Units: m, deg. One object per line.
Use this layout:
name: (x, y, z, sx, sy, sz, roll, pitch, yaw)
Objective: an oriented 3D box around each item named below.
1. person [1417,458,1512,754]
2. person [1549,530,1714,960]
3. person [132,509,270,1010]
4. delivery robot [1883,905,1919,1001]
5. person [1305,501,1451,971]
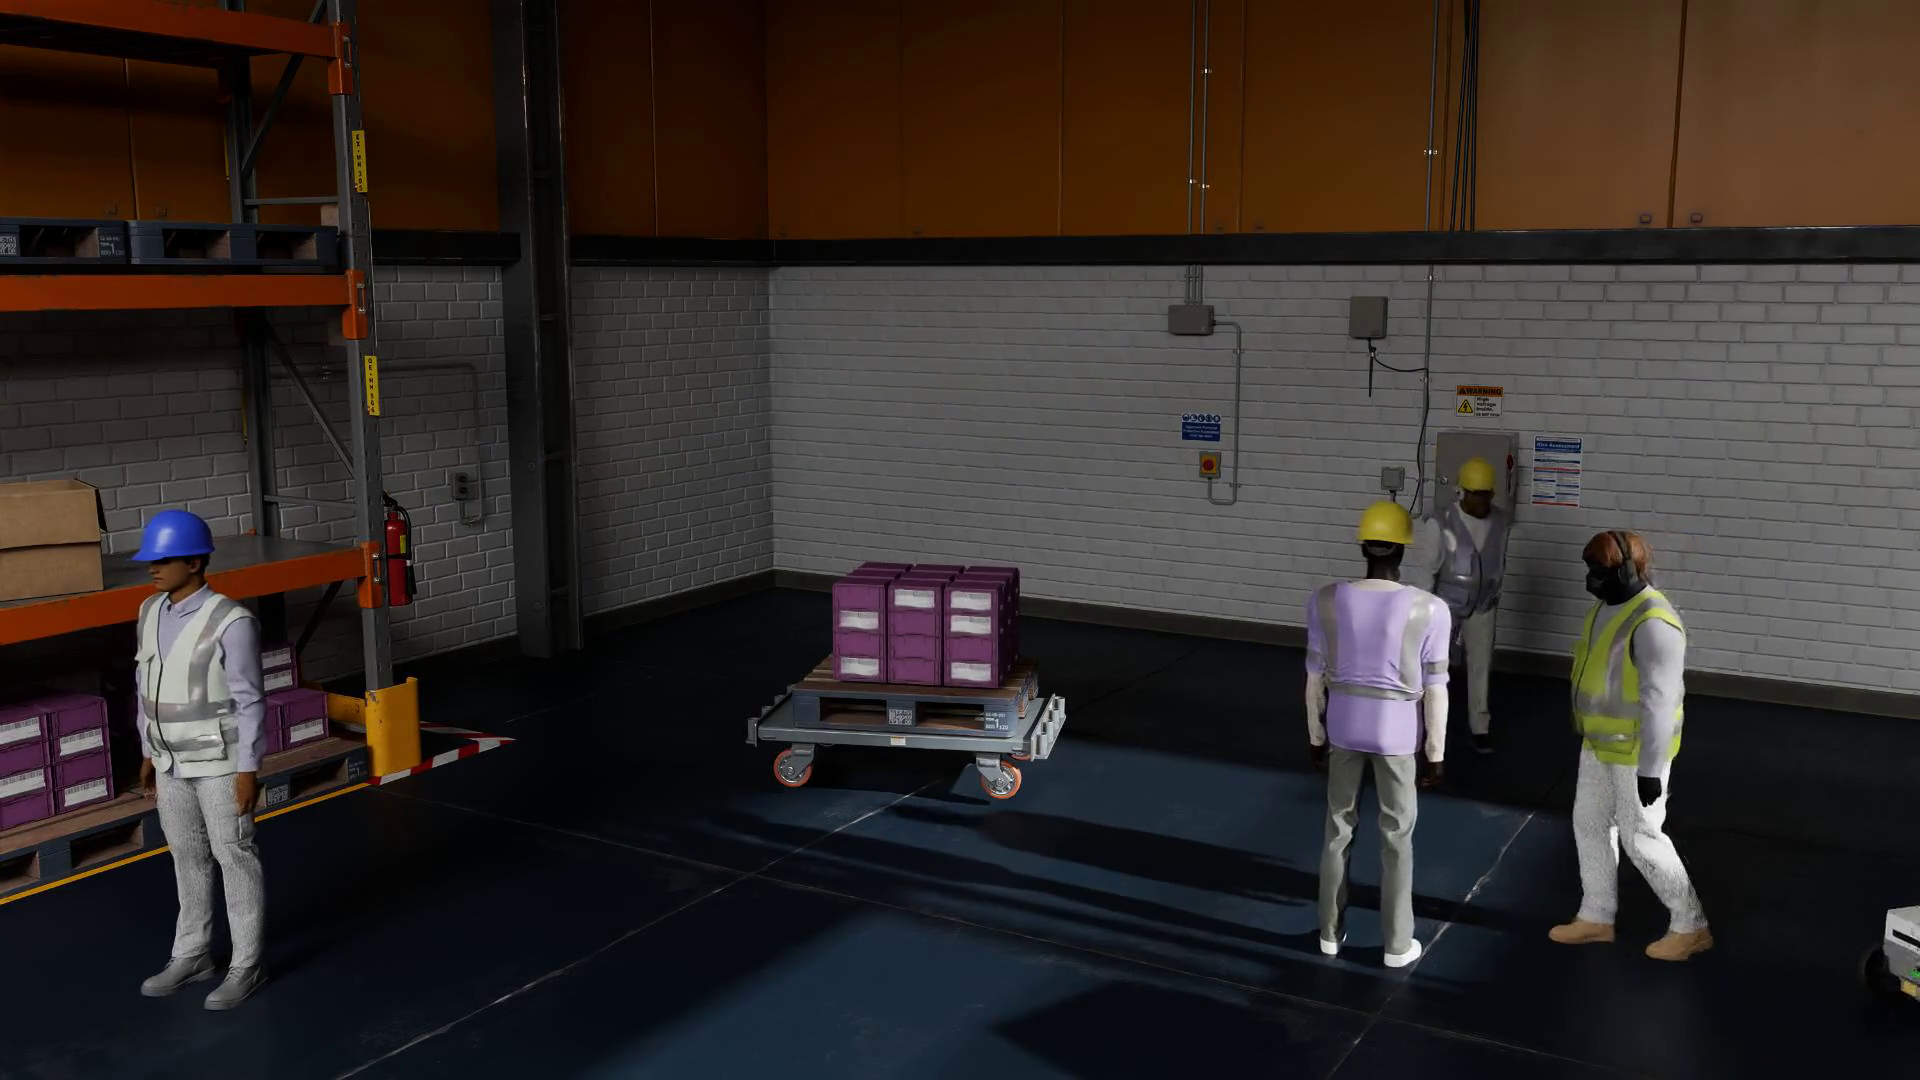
person: (3.032, 0.344, 10.187, 0.596, 1.765, 0.961, -1, 9, -6)
person: (2.863, 0.855, 6.915, 0.677, 1.798, 0.685, 0, 9, -2)
person: (-2.950, 0.842, 6.450, 0.603, 1.949, 0.397, 4, 10, 25)
delivery robot: (3.893, 1.512, 6.314, 0.707, 0.478, 0.477, -3, 9, -16)
person: (1.708, 0.795, 6.843, 0.585, 1.918, 0.385, 5, 10, 28)
